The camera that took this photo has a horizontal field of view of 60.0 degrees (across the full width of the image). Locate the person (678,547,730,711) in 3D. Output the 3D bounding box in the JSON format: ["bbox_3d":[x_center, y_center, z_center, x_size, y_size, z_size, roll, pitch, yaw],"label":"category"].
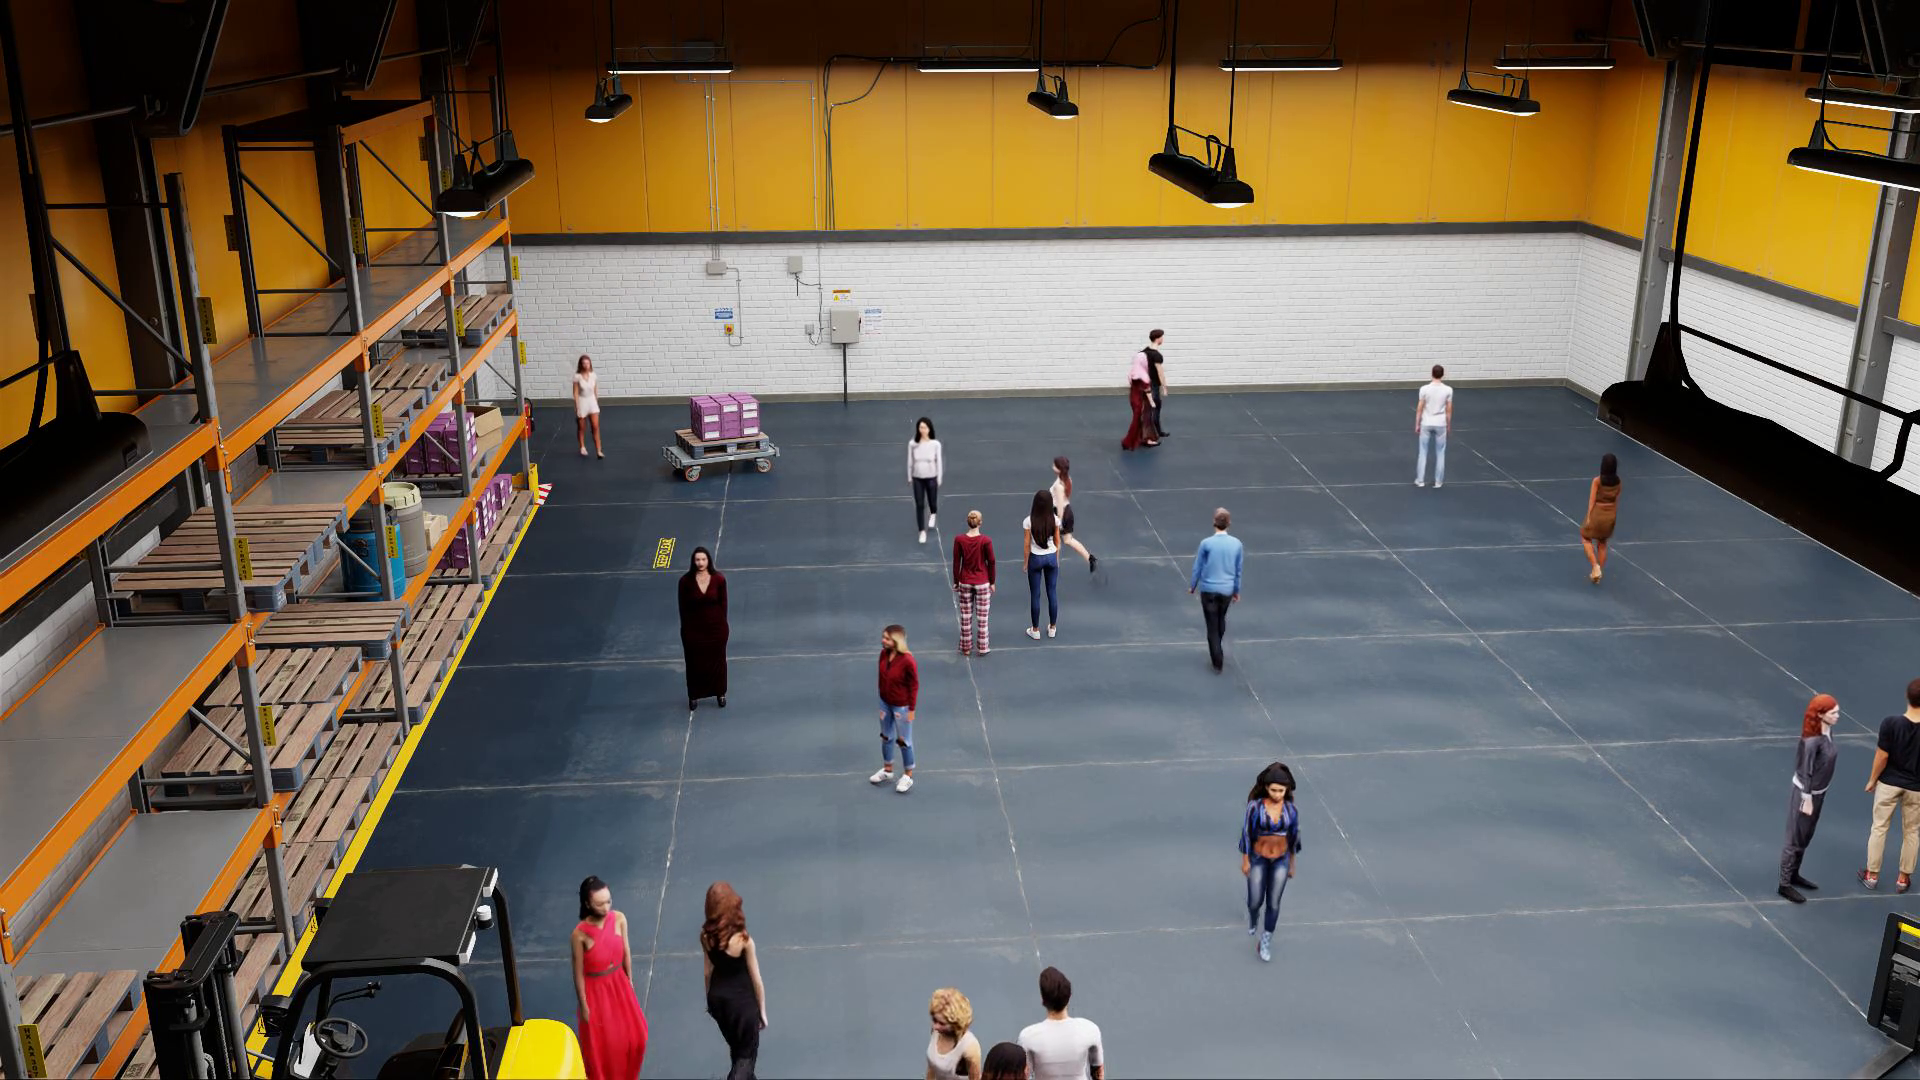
[{"bbox_3d":[-2.648,0.901,17.208,0.690,1.757,0.638,-4,19,-13],"label":"person"}]

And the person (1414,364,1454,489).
[{"bbox_3d":[7.053,-1.696,24.776,0.730,1.849,0.680,4,19,12],"label":"person"}]

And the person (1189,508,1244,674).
[{"bbox_3d":[2.831,0.573,18.150,0.721,1.780,1.071,-3,19,-10],"label":"person"}]

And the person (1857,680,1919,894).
[{"bbox_3d":[7.770,2.029,13.712,0.710,1.851,0.676,6,20,18],"label":"person"}]

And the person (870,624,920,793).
[{"bbox_3d":[-0.593,1.534,15.521,0.675,1.635,0.740,16,24,39],"label":"person"}]

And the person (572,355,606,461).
[{"bbox_3d":[-5.942,-2.092,26.271,0.901,1.647,1.187,-10,21,-27],"label":"person"}]

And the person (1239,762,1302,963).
[{"bbox_3d":[2.369,2.452,12.834,0.646,1.611,0.671,0,19,1],"label":"person"}]

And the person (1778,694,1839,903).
[{"bbox_3d":[6.961,2.085,13.657,0.711,1.780,0.662,17,25,40],"label":"person"}]

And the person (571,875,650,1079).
[{"bbox_3d":[-2.419,2.989,11.086,0.789,1.709,0.865,-14,23,-36],"label":"person"}]

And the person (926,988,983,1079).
[{"bbox_3d":[0.083,3.386,10.056,0.935,1.614,1.092,-10,21,-28],"label":"person"}]

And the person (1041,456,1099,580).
[{"bbox_3d":[1.349,-0.242,20.809,0.913,1.626,0.993,8,20,21],"label":"person"}]

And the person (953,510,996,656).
[{"bbox_3d":[0.155,0.463,18.600,0.672,1.700,0.592,3,19,9],"label":"person"}]

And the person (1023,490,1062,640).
[{"bbox_3d":[0.951,0.272,19.048,0.610,1.775,0.552,-4,19,-12],"label":"person"}]

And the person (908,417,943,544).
[{"bbox_3d":[-0.463,-0.842,22.505,0.712,1.681,1.018,1,19,4],"label":"person"}]

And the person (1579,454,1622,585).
[{"bbox_3d":[8.018,-0.228,20.690,0.615,1.676,0.644,-4,19,-13],"label":"person"}]

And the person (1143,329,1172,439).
[{"bbox_3d":[3.042,-2.488,27.088,0.869,1.876,0.892,-6,19,-17],"label":"person"}]

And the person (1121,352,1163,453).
[{"bbox_3d":[2.841,-2.189,26.622,0.808,1.605,0.949,-5,19,-16],"label":"person"}]

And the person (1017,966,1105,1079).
[{"bbox_3d":[0.605,3.409,9.696,0.808,1.800,1.291,1,19,3],"label":"person"}]

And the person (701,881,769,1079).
[{"bbox_3d":[-1.517,3.084,10.796,0.864,1.714,1.057,7,20,20],"label":"person"}]

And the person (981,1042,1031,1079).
[{"bbox_3d":[0.234,3.574,9.333,0.747,1.718,0.528,0,19,0],"label":"person"}]
